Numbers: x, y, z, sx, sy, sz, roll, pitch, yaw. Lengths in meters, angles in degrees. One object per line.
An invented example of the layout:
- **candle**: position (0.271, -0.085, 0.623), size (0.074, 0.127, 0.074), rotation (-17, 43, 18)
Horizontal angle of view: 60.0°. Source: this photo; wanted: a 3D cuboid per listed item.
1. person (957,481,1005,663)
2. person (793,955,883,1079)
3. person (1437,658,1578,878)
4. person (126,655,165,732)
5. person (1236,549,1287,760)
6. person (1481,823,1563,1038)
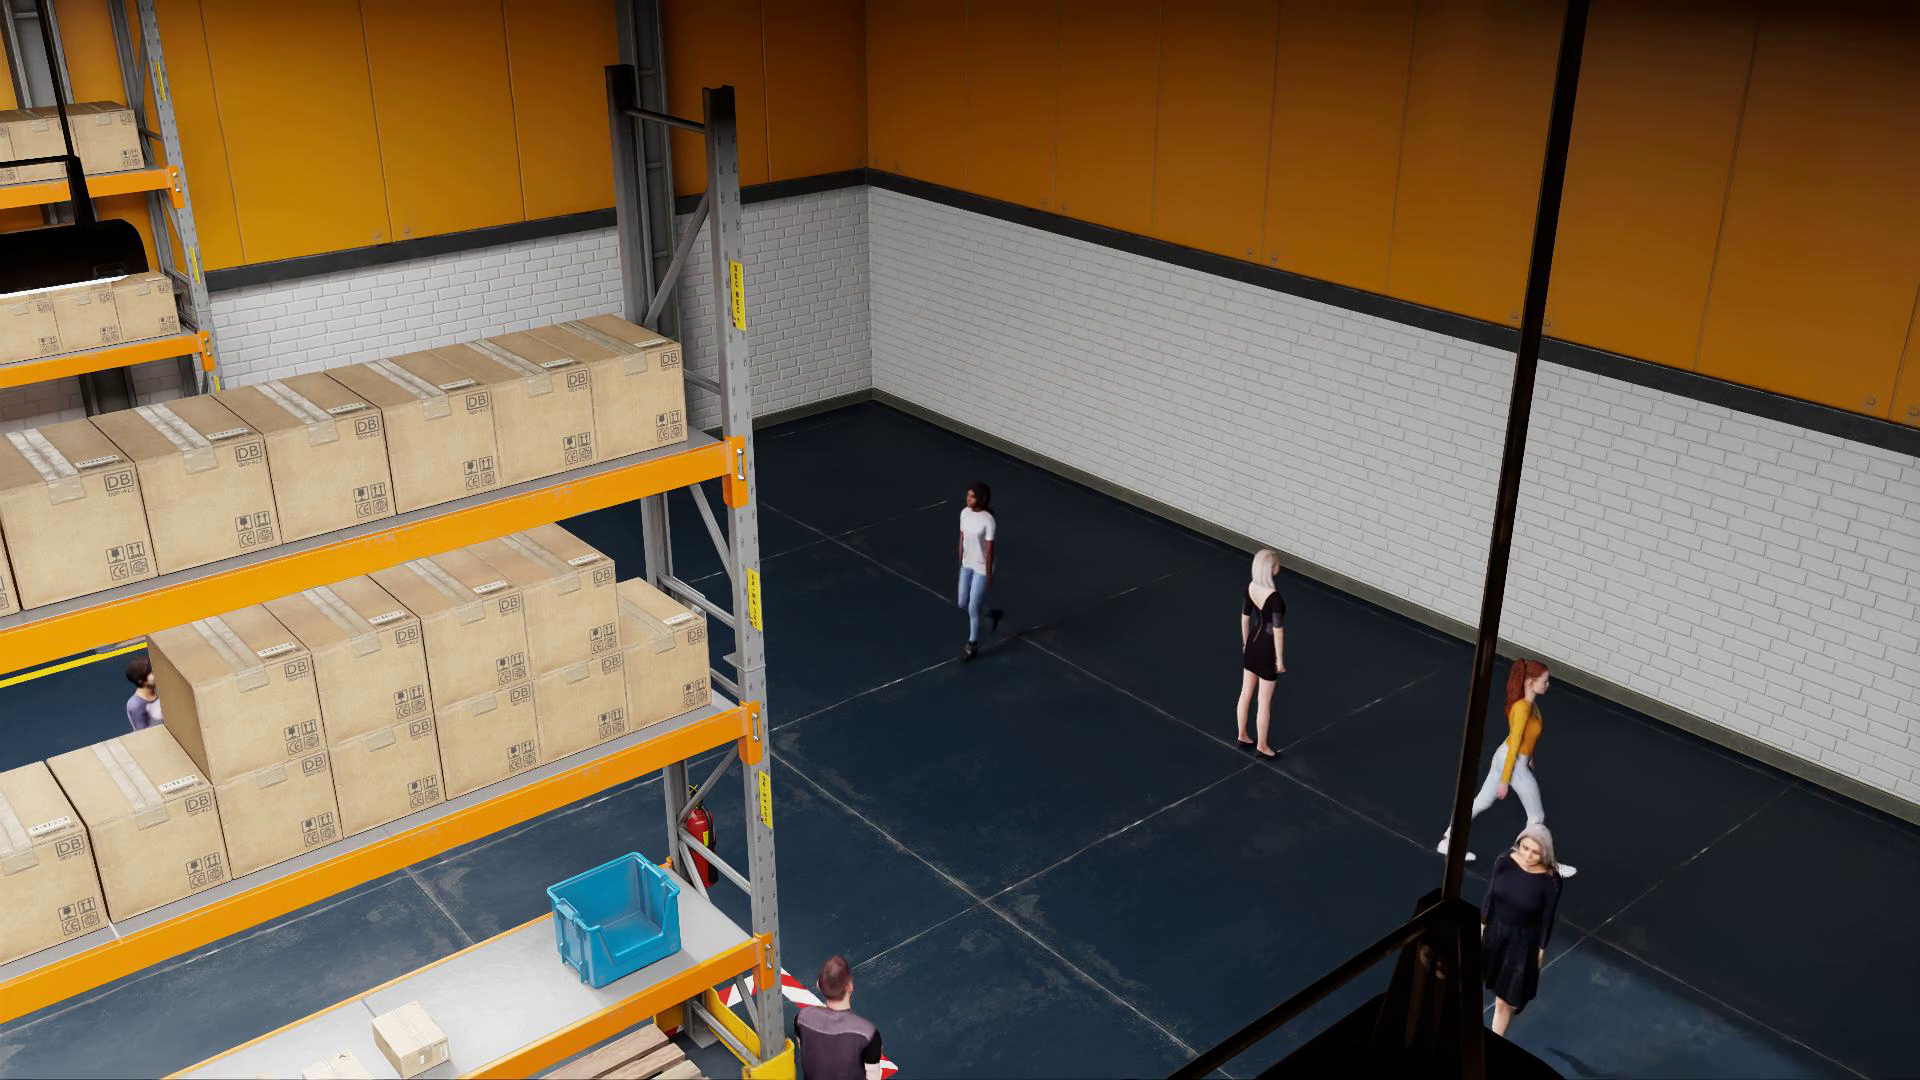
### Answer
- **person**: position (0.206, 0.260, 15.108), size (0.873, 1.706, 0.605), rotation (-21, 31, -39)
- **person**: position (-0.672, 3.036, 8.647), size (0.990, 1.794, 1.234), rotation (11, 26, 24)
- **person**: position (3.870, 1.645, 11.955), size (1.118, 1.695, 1.187), rotation (7, 24, 15)
- **person**: position (-6.010, 1.577, 12.298), size (0.969, 1.544, 0.901), rotation (1, 24, 3)
- **person**: position (2.437, 0.916, 13.454), size (0.538, 1.829, 0.603), rotation (-14, 27, -29)
- **person**: position (3.359, 2.439, 10.099), size (0.660, 1.726, 1.016), rotation (21, 31, 40)
